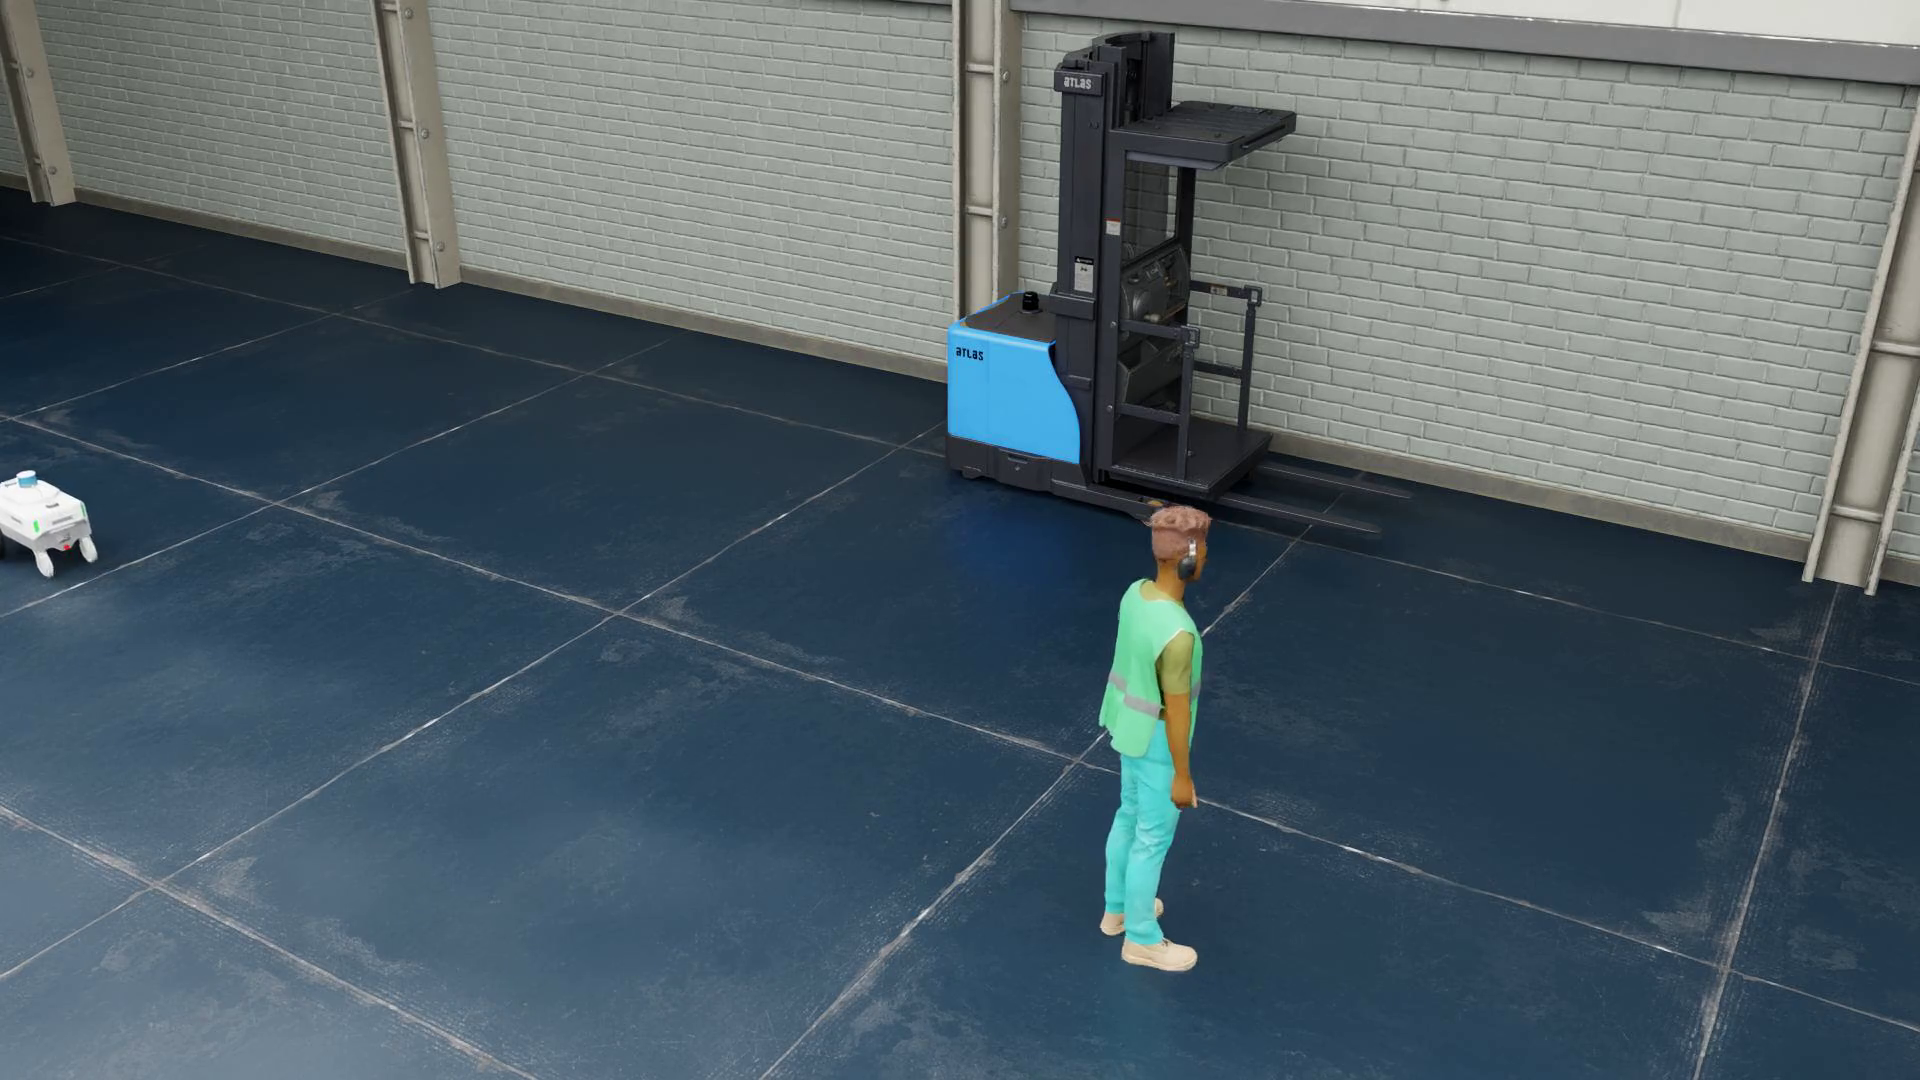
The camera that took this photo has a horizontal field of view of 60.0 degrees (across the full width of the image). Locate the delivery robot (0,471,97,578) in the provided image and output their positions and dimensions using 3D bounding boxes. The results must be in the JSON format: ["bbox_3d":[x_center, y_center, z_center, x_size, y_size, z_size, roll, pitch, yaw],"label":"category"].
[{"bbox_3d":[-5.679,-0.129,10.217,0.810,0.612,0.499,18,31,33],"label":"delivery robot"}]

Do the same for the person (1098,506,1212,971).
[{"bbox_3d":[0.767,0.804,6.573,0.391,1.968,0.559,-6,26,-13],"label":"person"}]

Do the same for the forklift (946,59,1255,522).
[{"bbox_3d":[0.933,-1.707,10.833,1.873,2.768,1.129,15,29,28],"label":"forklift"}]
